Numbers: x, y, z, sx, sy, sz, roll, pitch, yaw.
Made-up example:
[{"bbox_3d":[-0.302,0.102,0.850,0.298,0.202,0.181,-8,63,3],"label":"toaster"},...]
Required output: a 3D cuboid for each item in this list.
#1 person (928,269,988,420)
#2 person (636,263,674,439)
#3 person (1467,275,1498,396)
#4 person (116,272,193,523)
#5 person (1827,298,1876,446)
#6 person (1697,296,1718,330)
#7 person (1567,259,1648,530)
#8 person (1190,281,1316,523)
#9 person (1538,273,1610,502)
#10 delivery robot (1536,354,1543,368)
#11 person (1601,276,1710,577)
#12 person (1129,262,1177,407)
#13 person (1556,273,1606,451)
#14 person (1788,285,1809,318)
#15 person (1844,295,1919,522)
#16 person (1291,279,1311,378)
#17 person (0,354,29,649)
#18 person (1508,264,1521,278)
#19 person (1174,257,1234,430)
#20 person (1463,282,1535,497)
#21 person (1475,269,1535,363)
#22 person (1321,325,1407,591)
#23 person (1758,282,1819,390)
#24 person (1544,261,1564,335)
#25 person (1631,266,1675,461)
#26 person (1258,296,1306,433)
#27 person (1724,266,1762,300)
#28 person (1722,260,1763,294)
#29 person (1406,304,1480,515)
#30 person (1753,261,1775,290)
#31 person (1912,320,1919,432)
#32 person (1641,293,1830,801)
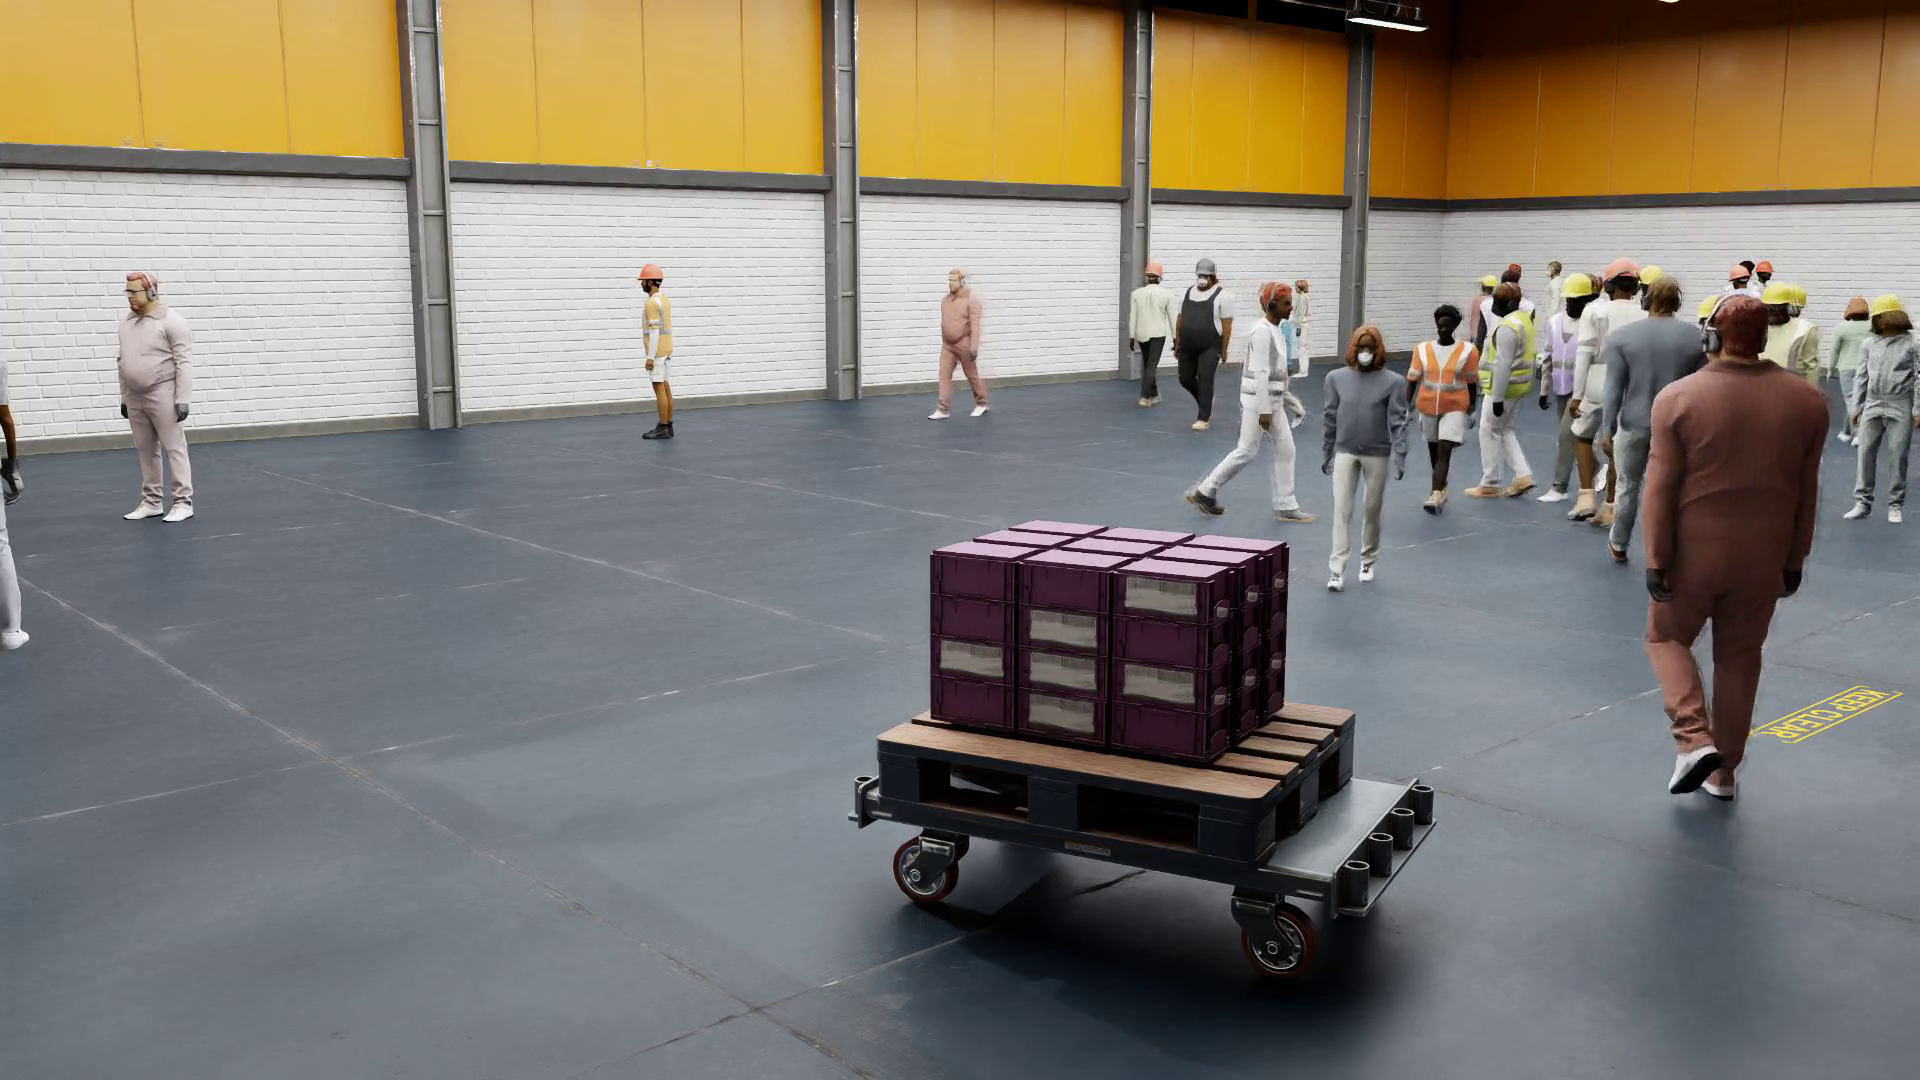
[{"bbox_3d":[0.007,-2.448,20.813,0.654,1.866,0.971,8,12,38],"label":"person"},{"bbox_3d":[-3.377,-2.082,18.429,0.377,1.938,0.547,1,10,7],"label":"person"},{"bbox_3d":[7.552,-2.941,24.027,0.427,1.750,0.527,-2,10,-9],"label":"person"},{"bbox_3d":[-6.159,-1.082,12.672,0.652,1.904,0.402,3,10,20],"label":"person"},{"bbox_3d":[9.599,-1.802,17.834,0.507,1.583,0.889,2,10,9],"label":"person"},{"bbox_3d":[5.729,-1.001,12.745,0.888,1.710,0.513,-9,13,-42],"label":"person"},{"bbox_3d":[4.849,-1.081,12.394,0.663,1.997,0.555,0,10,1],"label":"person"},{"bbox_3d":[2.234,-1.045,12.672,0.910,1.849,0.587,5,11,29],"label":"person"},{"bbox_3d":[5.182,-1.273,13.860,0.877,1.892,0.604,-6,11,-30],"label":"person"},{"bbox_3d":[9.652,-2.920,27.102,0.477,0.478,0.707,0,10,2],"label":"delivery robot"},{"bbox_3d":[4.418,-0.719,10.596,0.659,1.885,1.001,3,10,15],"label":"person"},{"bbox_3d":[2.617,-2.774,22.503,0.630,1.941,1.053,4,11,24],"label":"person"},{"bbox_3d":[6.493,-1.839,17.281,0.429,1.846,0.631,0,10,-3],"label":"person"},{"bbox_3d":[7.286,-1.391,14.898,0.981,1.770,0.605,-9,13,-42],"label":"person"},{"bbox_3d":[7.083,-0.982,12.701,0.320,1.733,0.520,-8,13,-40],"label":"person"},{"bbox_3d":[5.701,-3.520,27.743,0.311,1.634,0.514,3,10,15],"label":"person"},{"bbox_3d":[-5.067,-0.342,8.472,0.508,1.862,0.329,-6,12,-33],"label":"person"},{"bbox_3d":[9.664,-3.895,29.195,0.354,1.887,0.573,1,10,4],"label":"person"},{"bbox_3d":[2.873,-2.330,19.583,0.695,2.000,0.704,8,12,37],"label":"person"},{"bbox_3d":[4.524,-1.227,13.812,0.554,1.805,0.674,6,11,31],"label":"person"},{"bbox_3d":[5.915,-1.996,18.096,0.602,1.890,0.882,3,10,16],"label":"person"},{"bbox_3d":[2.458,-0.505,10.161,0.522,1.599,0.704,4,10,20],"label":"person"},{"bbox_3d":[6.632,-1.186,13.561,0.623,1.807,0.415,10,14,44],"label":"person"},{"bbox_3d":[10.162,-3.807,28.520,0.359,1.939,0.635,4,11,24],"label":"person"},{"bbox_3d":[6.691,-1.706,16.262,0.594,1.924,0.373,-1,10,-4],"label":"person"},{"bbox_3d":[3.657,-2.016,18.986,0.670,1.608,0.535,-6,11,-31],"label":"person"},{"bbox_3d":[10.212,-2.627,21.746,0.587,1.883,0.938,5,11,25],"label":"person"},{"bbox_3d":[11.907,-3.276,25.352,0.614,1.957,0.391,7,12,36],"label":"person"},{"bbox_3d":[3.808,-1.039,13.186,0.549,1.638,0.915,6,11,30],"label":"person"},{"bbox_3d":[13.171,-3.613,27.391,0.361,1.939,0.543,9,13,42],"label":"person"},{"bbox_3d":[8.718,-1.384,14.755,0.524,1.816,0.870,7,12,34],"label":"person"},{"bbox_3d":[2.824,0.046,6.130,0.643,1.893,0.462,1,10,3],"label":"person"}]
